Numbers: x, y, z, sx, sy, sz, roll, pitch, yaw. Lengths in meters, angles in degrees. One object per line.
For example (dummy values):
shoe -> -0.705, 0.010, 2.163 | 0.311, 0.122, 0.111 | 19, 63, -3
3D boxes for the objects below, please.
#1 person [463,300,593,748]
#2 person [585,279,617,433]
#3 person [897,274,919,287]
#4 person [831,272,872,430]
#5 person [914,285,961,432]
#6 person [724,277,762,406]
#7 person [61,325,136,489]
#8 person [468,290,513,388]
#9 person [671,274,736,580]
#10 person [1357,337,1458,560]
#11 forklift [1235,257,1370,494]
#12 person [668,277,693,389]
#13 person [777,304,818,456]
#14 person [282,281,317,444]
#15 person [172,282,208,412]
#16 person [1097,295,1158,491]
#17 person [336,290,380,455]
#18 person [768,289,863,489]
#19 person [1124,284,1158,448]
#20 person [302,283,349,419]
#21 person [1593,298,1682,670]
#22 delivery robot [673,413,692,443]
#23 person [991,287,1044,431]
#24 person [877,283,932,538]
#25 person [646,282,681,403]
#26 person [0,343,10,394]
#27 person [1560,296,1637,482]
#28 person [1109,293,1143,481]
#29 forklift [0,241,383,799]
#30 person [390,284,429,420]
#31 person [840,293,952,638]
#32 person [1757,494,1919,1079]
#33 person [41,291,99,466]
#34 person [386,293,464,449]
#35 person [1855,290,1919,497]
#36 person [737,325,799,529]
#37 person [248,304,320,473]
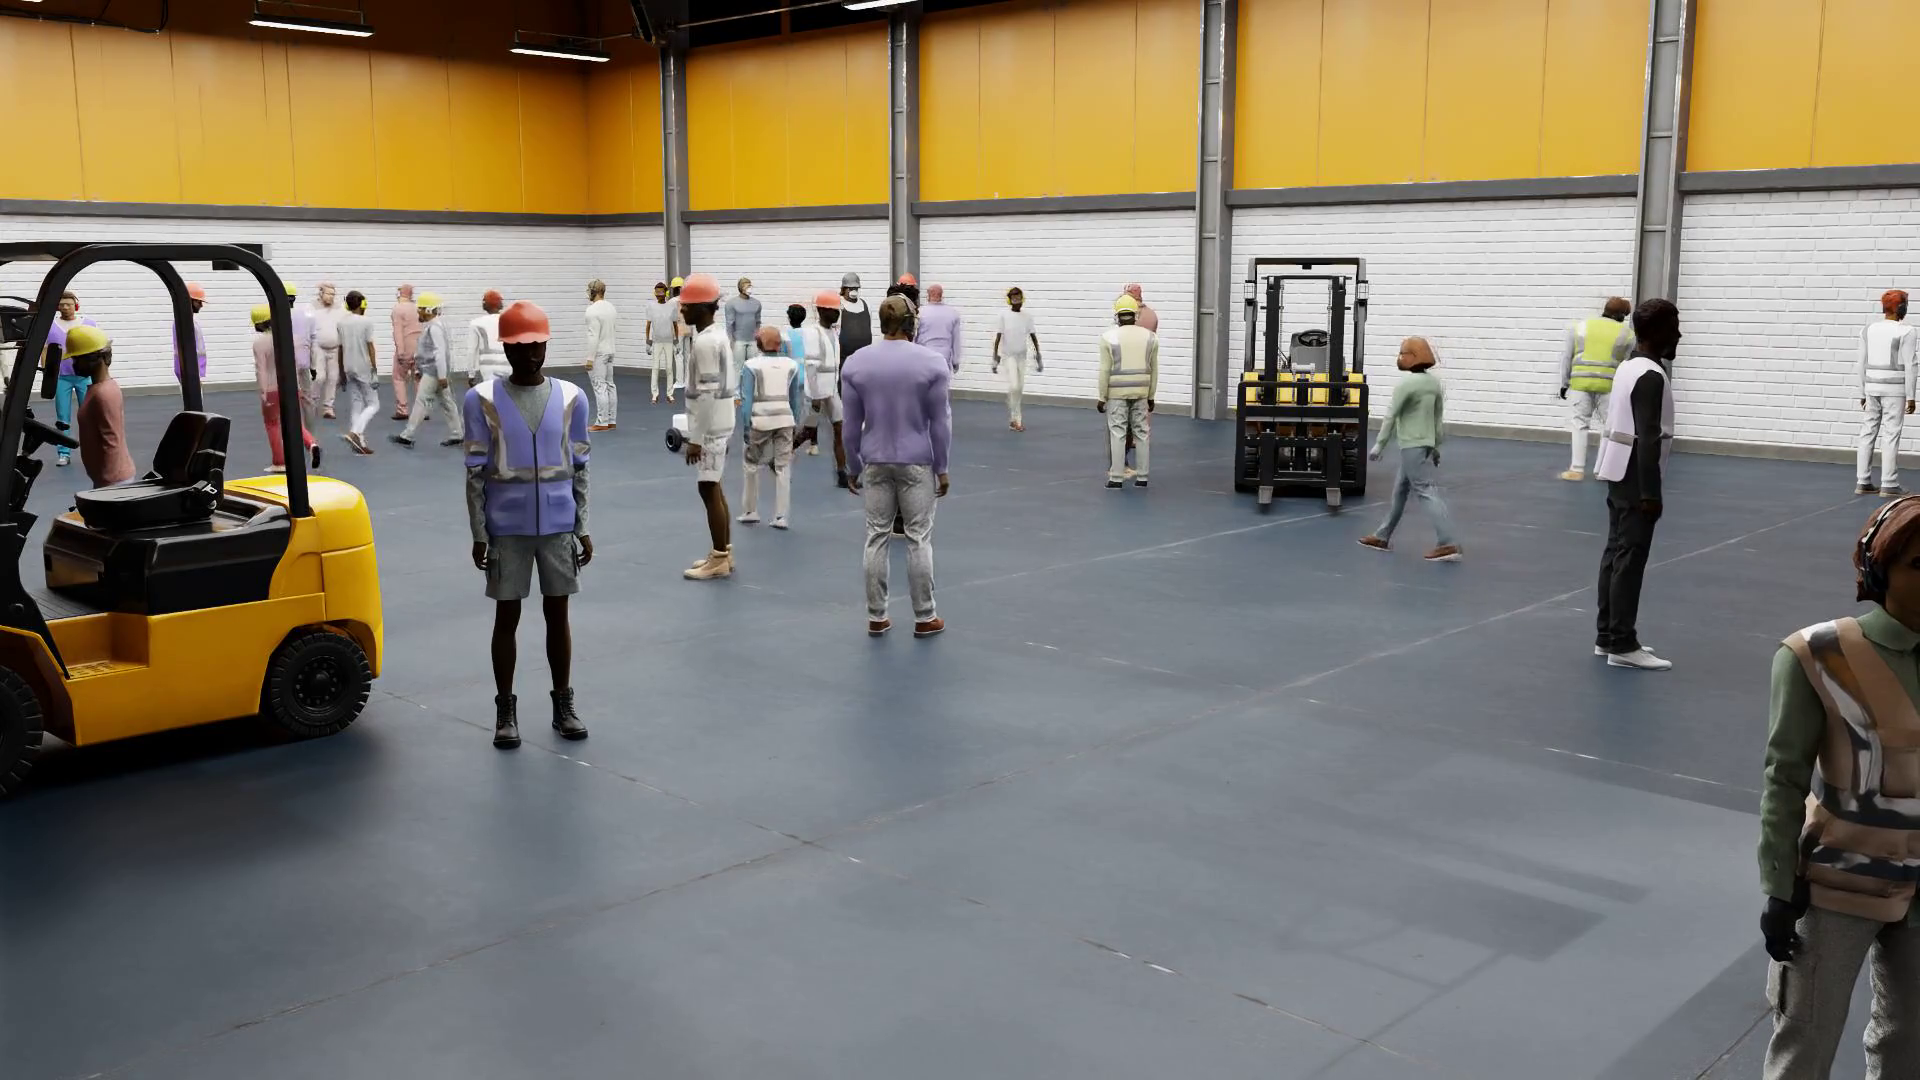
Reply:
person -> -1.864, -0.069, 7.253 | 0.545, 1.938, 0.359 | -5, 10, -26
person -> -4.561, -2.324, 21.071 | 0.360, 1.938, 0.635 | 2, 10, 13
person -> -0.839, -3.186, 26.190 | 0.382, 1.994, 0.613 | 0, 9, 1
person -> -1.371, -2.402, 21.242 | 0.687, 2.000, 0.535 | -6, 11, -33
person -> -0.376, -2.314, 21.255 | 0.650, 1.862, 0.961 | -4, 10, -23
person -> -3.258, -2.999, 25.210 | 0.634, 1.940, 0.367 | -8, 12, -40
person -> -4.842, -0.331, 9.410 | 0.327, 1.760, 0.524 | -5, 10, -27
person -> -5.265, -1.916, 18.906 | 0.600, 1.840, 1.023 | -5, 10, -28
person -> -1.704, -0.740, 11.111 | 0.400, 2.033, 0.679 | -1, 9, -4
person -> 3.268, -0.661, 11.953 | 0.876, 1.587, 0.513 | 9, 13, 43
forklift -> 3.309, -1.629, 16.029 | 1.214, 2.155, 2.313 | 2, 9, 11
person -> -4.852, -3.580, 28.810 | 0.364, 1.928, 0.586 | 6, 11, 31
person -> -1.779, -1.753, 18.347 | 0.537, 1.688, 0.324 | -5, 10, -28
person -> -7.787, -2.043, 19.387 | 0.365, 1.927, 0.588 | 9, 13, 44
person -> -8.095, -1.749, 17.580 | 0.373, 1.929, 0.542 | -6, 11, -31
person -> 1.550, -1.363, 15.519 | 0.591, 1.829, 0.404 | -3, 10, -16
person -> -6.671, -1.841, 18.424 | 0.558, 1.840, 0.489 | 3, 10, 18
person -> -1.385, -1.428, 15.747 | 0.948, 1.900, 0.553 | 5, 10, 27
person -> 2.004, -2.016, 19.307 | 0.407, 1.902, 0.639 | 8, 12, 41
person -> -8.721, -2.597, 22.928 | 0.662, 1.883, 0.476 | -8, 12, -40
person -> 3.538, -0.298, 8.712 | 0.399, 1.920, 0.589 | 2, 9, 11
delivery robot -> -2.923, -1.295, 18.710 | 0.477, 0.478, 0.707 | -8, 12, -41
person -> 0.759, -2.301, 21.227 | 0.689, 1.836, 0.657 | -4, 10, -23
person -> -0.455, -1.001, 12.877 | 0.366, 1.967, 0.603 | -3, 10, -19
person -> -4.586, -3.036, 25.676 | 0.535, 1.862, 0.312 | -3, 10, -16
person -> -10.051, -1.660, 16.917 | 0.689, 1.963, 0.459 | -5, 10, -27
person -> 6.210, -1.458, 16.195 | 0.692, 1.807, 0.432 | 5, 10, 28
person -> 1.630, -1.506, 16.409 | 0.339, 1.838, 0.587 | 5, 11, 29
forklift -> -3.706, -0.171, 7.093 | 1.214, 2.155, 2.313 | 9, 13, 43
person -> -7.536, -2.567, 22.822 | 0.654, 1.855, 0.674 | 5, 10, 27
person -> -0.353, -0.409, 9.342 | 0.629, 1.937, 0.379 | 2, 10, 14
person -> 1.840, 0.720, 3.322 | 0.514, 1.641, 0.308 | 0, 9, -1
person -> -9.359, -1.702, 17.549 | 0.574, 1.841, 0.375 | -5, 10, -27
person -> -6.174, -1.941, 19.176 | 0.913, 1.788, 0.600 | -2, 10, -13
person -> 8.454, -1.331, 15.161 | 0.355, 1.883, 0.575 | -4, 10, -23
person -> -1.547, -0.906, 13.353 | 0.525, 1.615, 0.645 | -5, 11, -28
person -> -6.807, -1.512, 16.726 | 0.642, 1.726, 0.548 | 5, 11, 29
